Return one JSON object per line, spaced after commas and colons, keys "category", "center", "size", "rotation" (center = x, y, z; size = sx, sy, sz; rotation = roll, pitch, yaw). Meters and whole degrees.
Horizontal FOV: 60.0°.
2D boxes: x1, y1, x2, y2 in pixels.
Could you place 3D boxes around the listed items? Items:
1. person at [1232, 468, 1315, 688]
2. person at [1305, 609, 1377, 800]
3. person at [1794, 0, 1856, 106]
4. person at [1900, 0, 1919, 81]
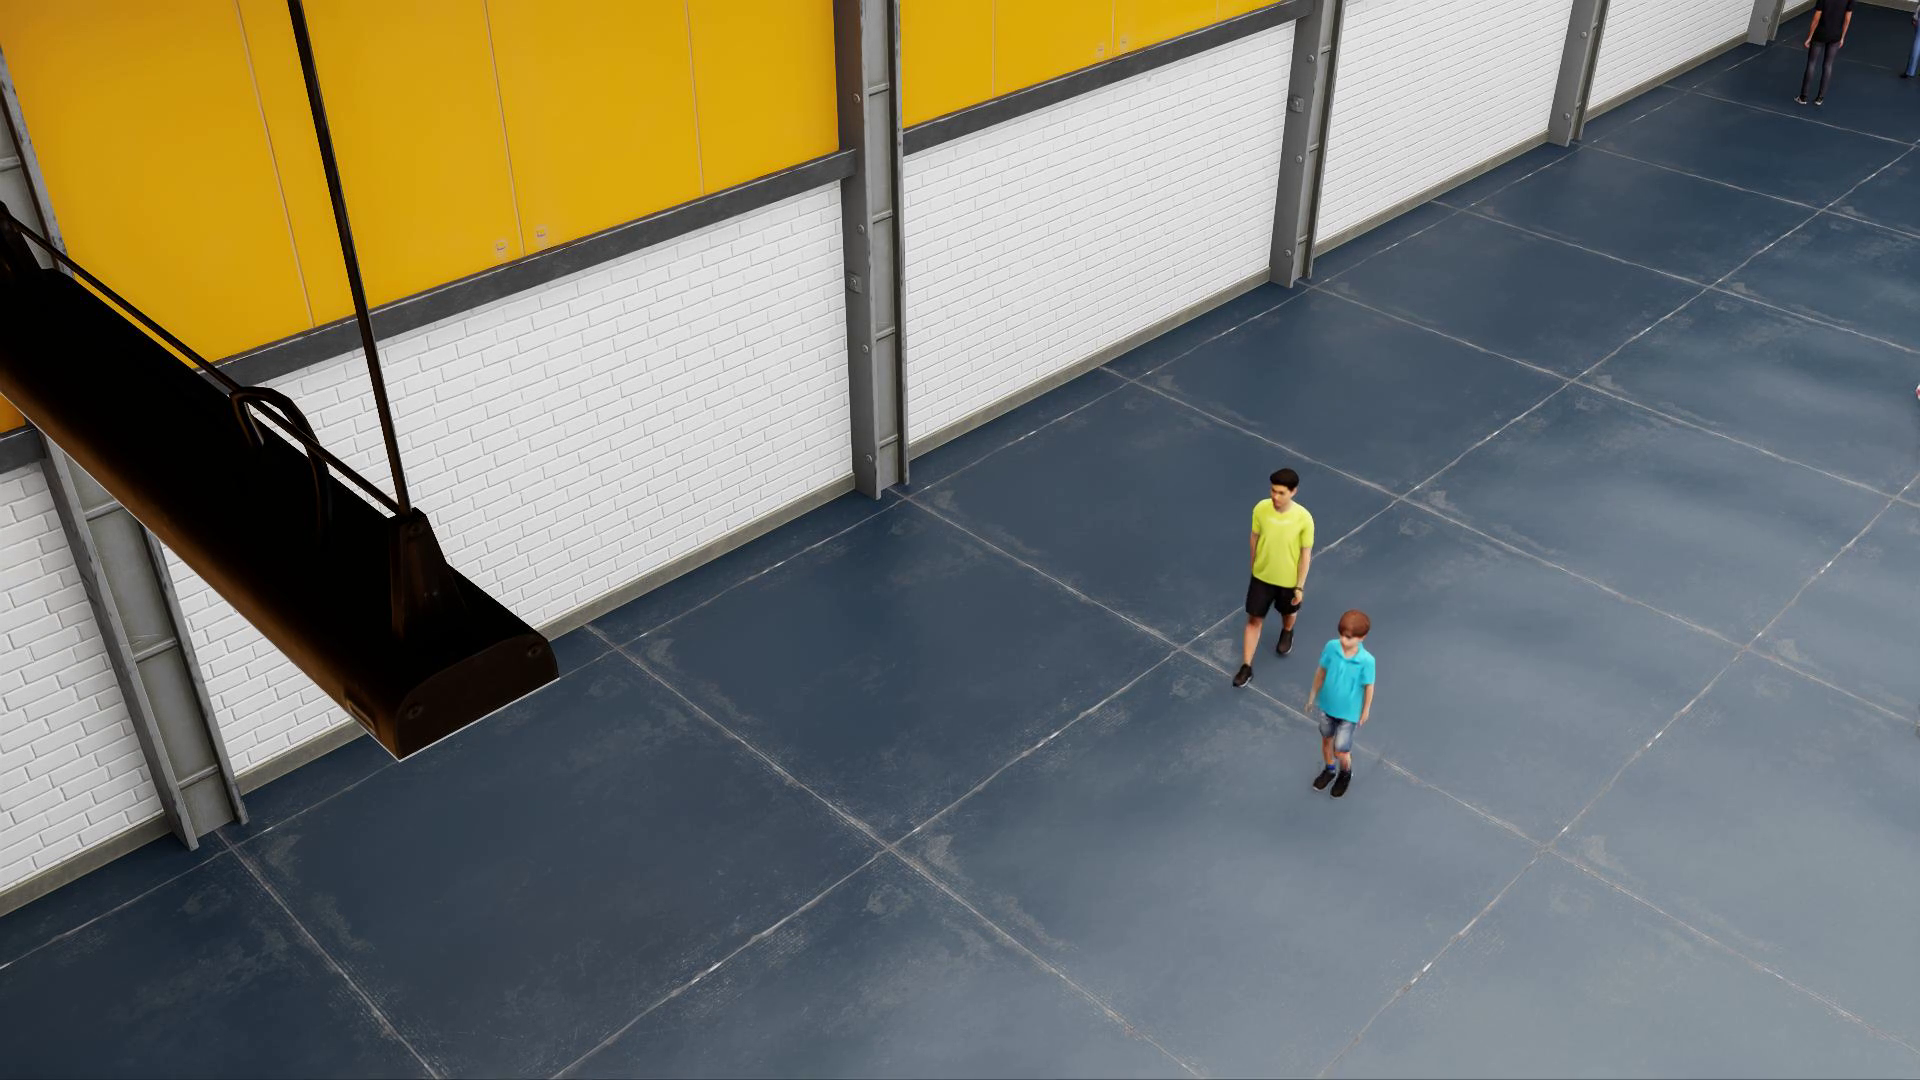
{"category": "person", "center": [2.310, 0.202, 11.913], "size": [0.885, 1.664, 1.181], "rotation": [14, 36, 20]}
{"category": "person", "center": [2.526, 1.032, 10.869], "size": [0.514, 1.437, 0.492], "rotation": [29, 43, 36]}
{"category": "person", "center": [11.581, -6.745, 22.212], "size": [0.708, 1.833, 0.707], "rotation": [8, 34, 12]}
{"category": "person", "center": [13.486, -7.283, 23.056], "size": [0.718, 1.794, 0.754], "rotation": [3, 34, 5]}
